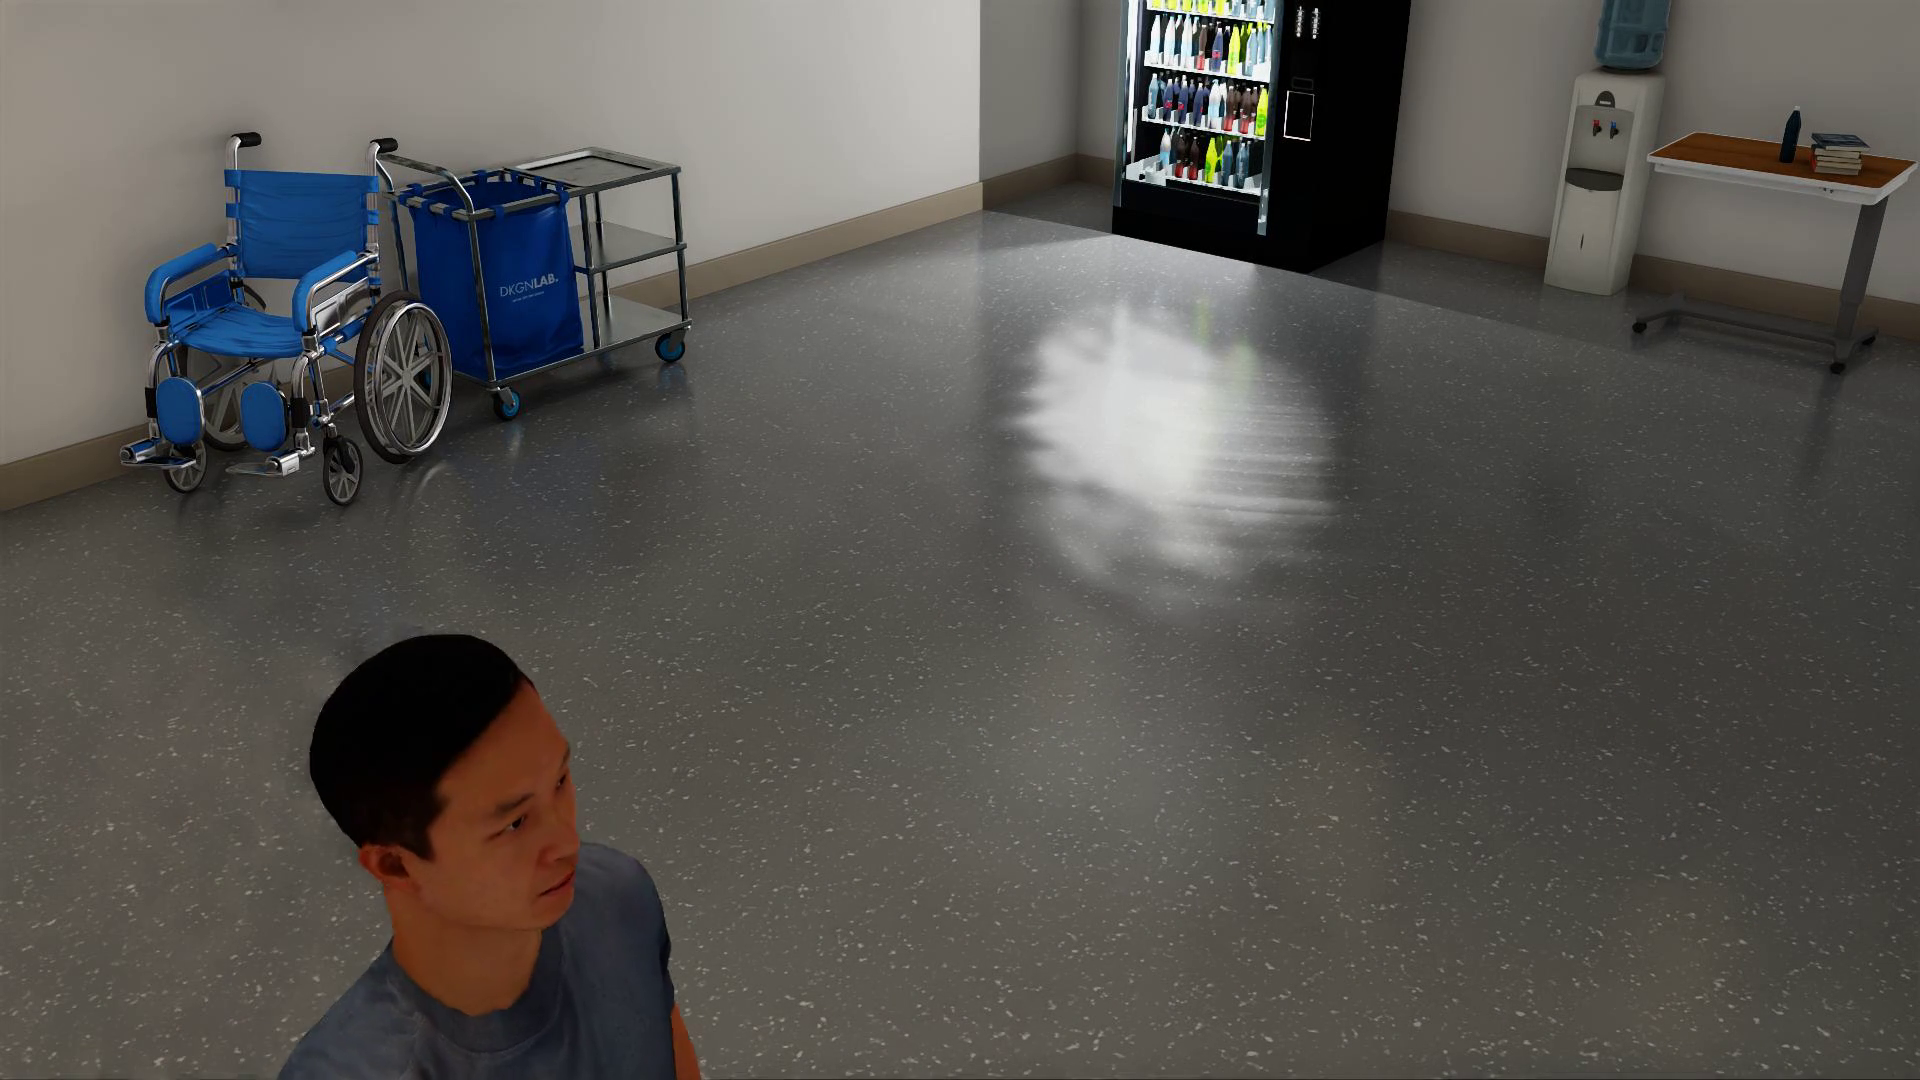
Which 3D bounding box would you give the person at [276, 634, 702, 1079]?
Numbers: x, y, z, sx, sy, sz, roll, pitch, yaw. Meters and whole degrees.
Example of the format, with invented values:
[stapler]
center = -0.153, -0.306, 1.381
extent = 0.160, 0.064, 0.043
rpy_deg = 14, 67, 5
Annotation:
[person]
center = -0.501, 0.885, 1.771
extent = 1.180, 1.781, 0.905
rpy_deg = 9, 27, 18
